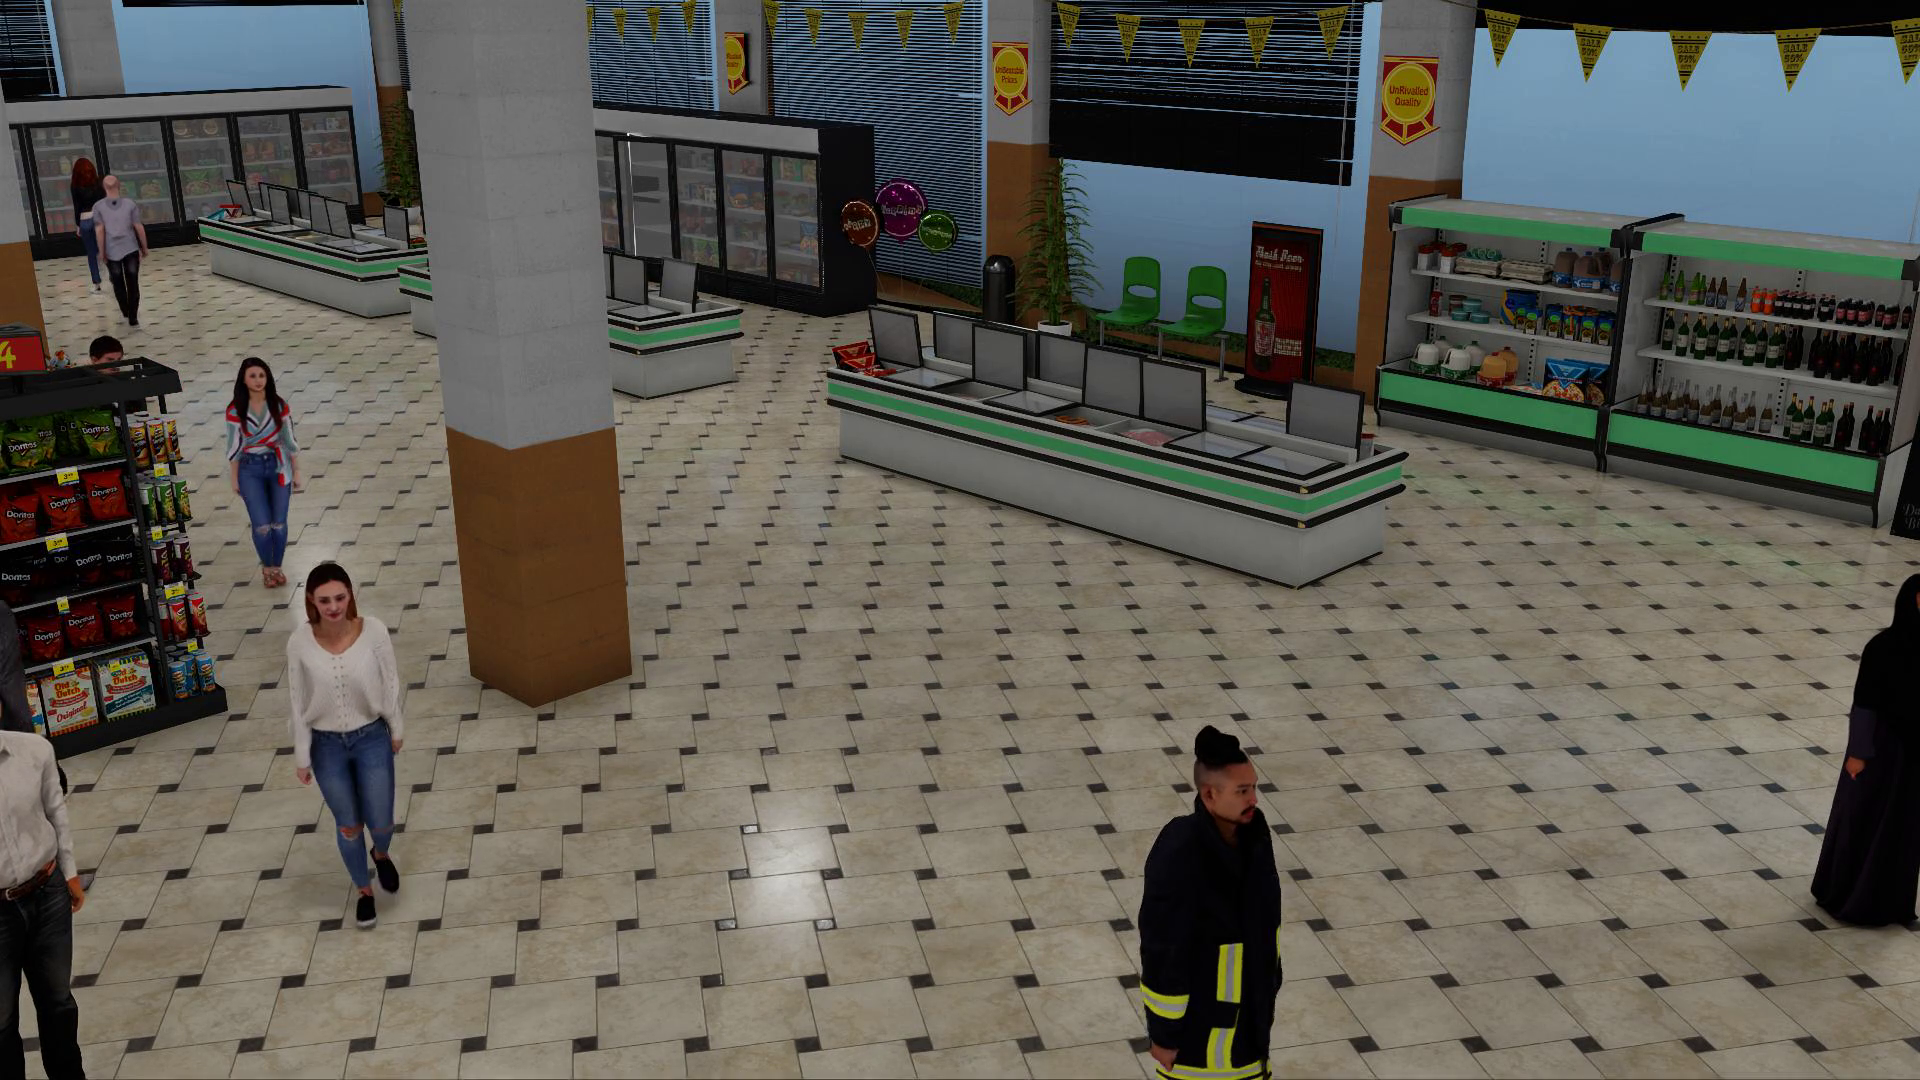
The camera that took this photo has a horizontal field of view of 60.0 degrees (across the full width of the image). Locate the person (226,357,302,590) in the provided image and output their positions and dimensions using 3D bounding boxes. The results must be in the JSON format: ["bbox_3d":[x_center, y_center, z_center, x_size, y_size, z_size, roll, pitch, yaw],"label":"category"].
[{"bbox_3d":[-4.806,-0.475,11.448,0.676,1.598,0.675,-12,22,-31],"label":"person"}]

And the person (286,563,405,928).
[{"bbox_3d":[-2.692,0.872,7.321,0.741,1.683,0.773,-6,20,-18],"label":"person"}]

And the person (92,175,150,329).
[{"bbox_3d":[-9.971,-3.381,19.792,1.000,1.775,1.323,-8,20,-22],"label":"person"}]

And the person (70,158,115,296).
[{"bbox_3d":[-11.548,-4.186,22.161,0.598,1.787,0.553,-14,23,-35],"label":"person"}]

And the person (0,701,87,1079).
[{"bbox_3d":[-3.386,1.280,5.914,0.560,1.809,0.658,16,24,39],"label":"person"}]

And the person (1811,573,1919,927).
[{"bbox_3d":[4.111,0.913,7.309,0.711,1.613,0.766,-1,19,-2],"label":"person"}]

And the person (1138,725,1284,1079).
[{"bbox_3d":[0.782,1.433,5.369,0.802,1.867,0.746,17,25,42],"label":"person"}]

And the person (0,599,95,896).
[{"bbox_3d":[-4.218,0.858,7.097,0.872,1.854,0.936,0,19,1],"label":"person"}]

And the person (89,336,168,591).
[{"bbox_3d":[-5.596,-0.446,11.019,0.989,1.818,0.720,17,25,41],"label":"person"}]
